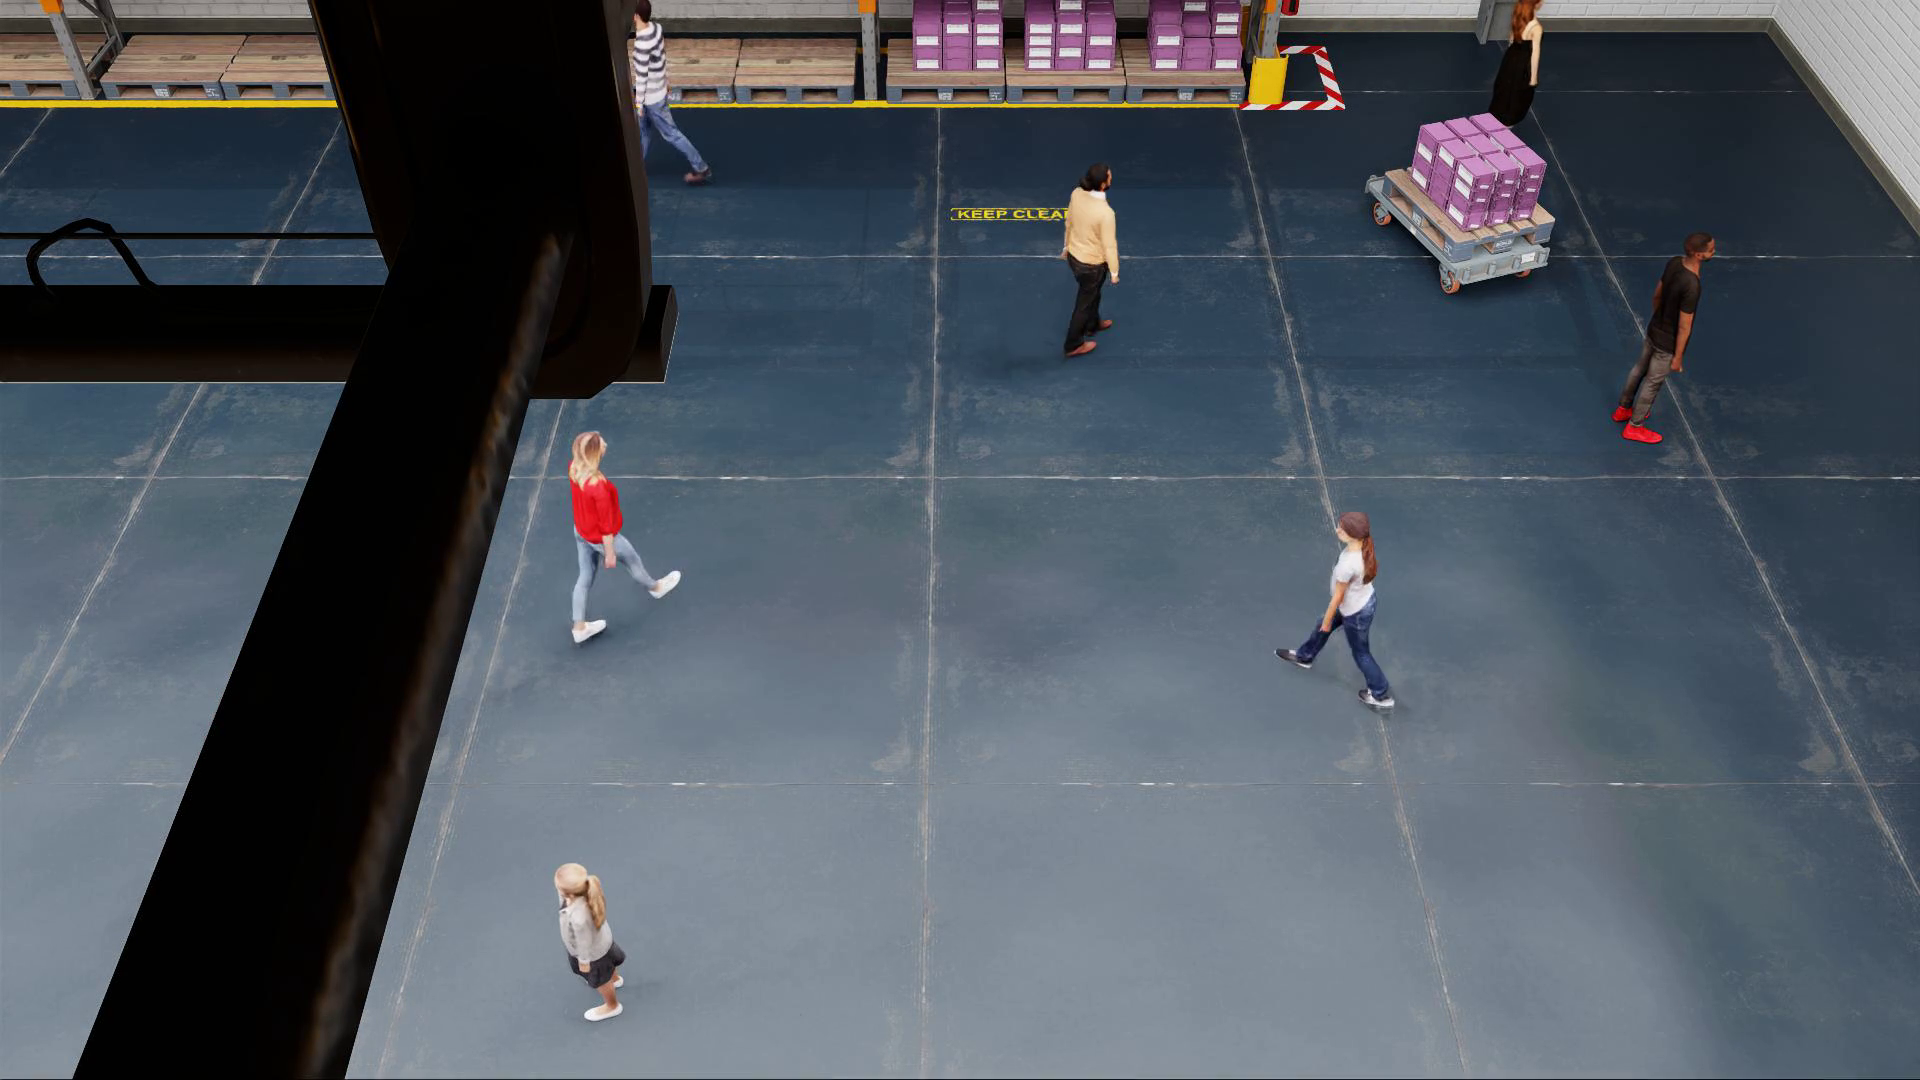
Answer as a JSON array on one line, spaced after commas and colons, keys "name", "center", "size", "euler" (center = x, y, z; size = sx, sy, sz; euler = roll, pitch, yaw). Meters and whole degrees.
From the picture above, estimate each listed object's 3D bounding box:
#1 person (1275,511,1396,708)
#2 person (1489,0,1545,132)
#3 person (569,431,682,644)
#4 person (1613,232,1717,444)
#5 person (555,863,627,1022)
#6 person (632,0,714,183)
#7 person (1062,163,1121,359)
[{"name": "person", "center": [2.590, 0.458, 10.680], "size": [1.155, 1.524, 0.906], "euler": [24, 49, 23]}, {"name": "person", "center": [5.277, -4.480, 15.792], "size": [0.663, 1.623, 0.654], "euler": [-12, 45, -12]}, {"name": "person", "center": [-2.466, 0.016, 11.051], "size": [1.171, 1.652, 1.090], "euler": [-33, 52, -29]}, {"name": "person", "center": [5.339, -1.553, 12.587], "size": [0.522, 1.805, 0.659], "euler": [-2, 44, -2]}, {"name": "person", "center": [-2.016, 2.169, 9.064], "size": [0.532, 1.275, 0.523], "euler": [-4, 44, -4]}, {"name": "person", "center": [-2.714, -4.071, 15.229], "size": [1.197, 1.807, 0.724], "euler": [4, 44, 4]}, {"name": "person", "center": [0.963, -2.210, 13.327], "size": [0.996, 1.737, 0.914], "euler": [-23, 48, -22]}]
